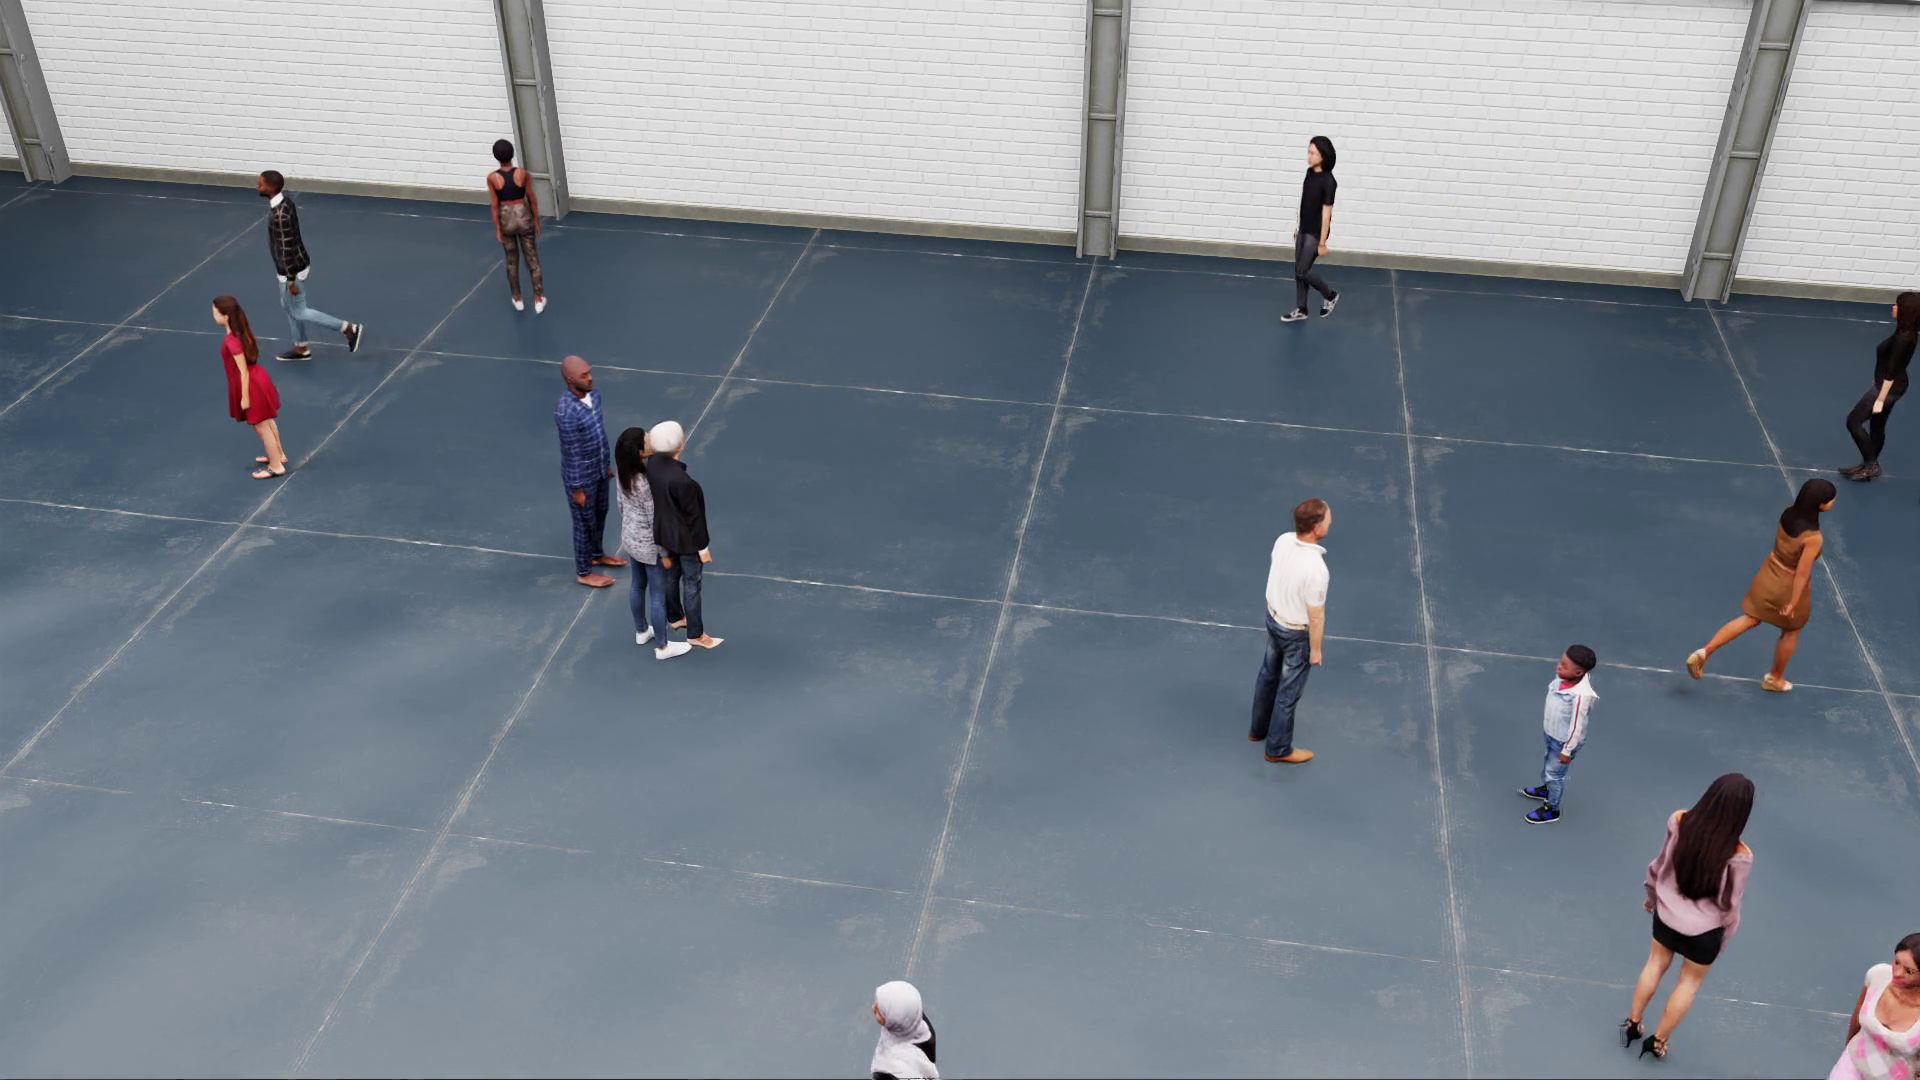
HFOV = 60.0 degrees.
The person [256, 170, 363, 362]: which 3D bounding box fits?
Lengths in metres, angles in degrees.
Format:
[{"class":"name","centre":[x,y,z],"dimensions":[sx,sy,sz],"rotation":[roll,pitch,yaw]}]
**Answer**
[{"class":"person","centre":[-5.833,-2.408,14.762],"dimensions":[1.149,1.803,0.936],"rotation":[-7,34,-11]}]

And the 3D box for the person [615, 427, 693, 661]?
[{"class":"person","centre":[-2.118,0.010,11.188],"dimensions":[0.748,1.732,0.666],"rotation":[-25,41,-33]}]

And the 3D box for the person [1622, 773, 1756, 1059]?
[{"class":"person","centre":[3.606,1.916,8.263],"dimensions":[0.776,1.796,0.707],"rotation":[-23,40,-30]}]

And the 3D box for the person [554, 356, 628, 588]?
[{"class":"person","centre":[-2.687,-0.507,11.890],"dimensions":[0.615,1.815,0.671],"rotation":[9,35,13]}]

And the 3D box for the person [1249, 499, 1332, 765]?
[{"class":"person","centre":[2.033,0.548,10.270],"dimensions":[0.730,1.851,0.747],"rotation":[-10,35,-14]}]

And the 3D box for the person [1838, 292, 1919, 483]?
[{"class":"person","centre":[7.332,-1.151,13.024],"dimensions":[0.736,1.632,0.710],"rotation":[23,40,30]}]

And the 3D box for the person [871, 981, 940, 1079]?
[{"class":"person","centre":[-0.113,2.584,7.298],"dimensions":[0.956,1.751,0.669],"rotation":[9,35,13]}]

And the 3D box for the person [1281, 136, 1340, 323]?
[{"class":"person","centre":[3.360,-2.892,15.476],"dimensions":[0.876,1.817,0.787],"rotation":[-8,35,-12]}]

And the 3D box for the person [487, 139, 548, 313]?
[{"class":"person","centre":[-4.179,-2.962,15.688],"dimensions":[0.644,1.699,0.739],"rotation":[-9,35,-14]}]

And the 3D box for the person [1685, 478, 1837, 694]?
[{"class":"person","centre":[5.235,0.325,10.775],"dimensions":[1.074,1.665,0.779],"rotation":[-5,34,-7]}]

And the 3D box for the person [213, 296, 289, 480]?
[{"class":"person","centre":[-5.639,-1.230,13.215],"dimensions":[0.704,1.553,0.646],"rotation":[-7,34,-11]}]

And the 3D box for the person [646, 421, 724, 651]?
[{"class":"person","centre":[-1.839,-0.065,11.029],"dimensions":[0.807,1.782,0.826],"rotation":[-24,41,-32]}]

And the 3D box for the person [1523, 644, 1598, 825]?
[{"class":"person","centre":[3.620,1.136,9.925],"dimensions":[0.521,1.255,0.514],"rotation":[2,34,3]}]
